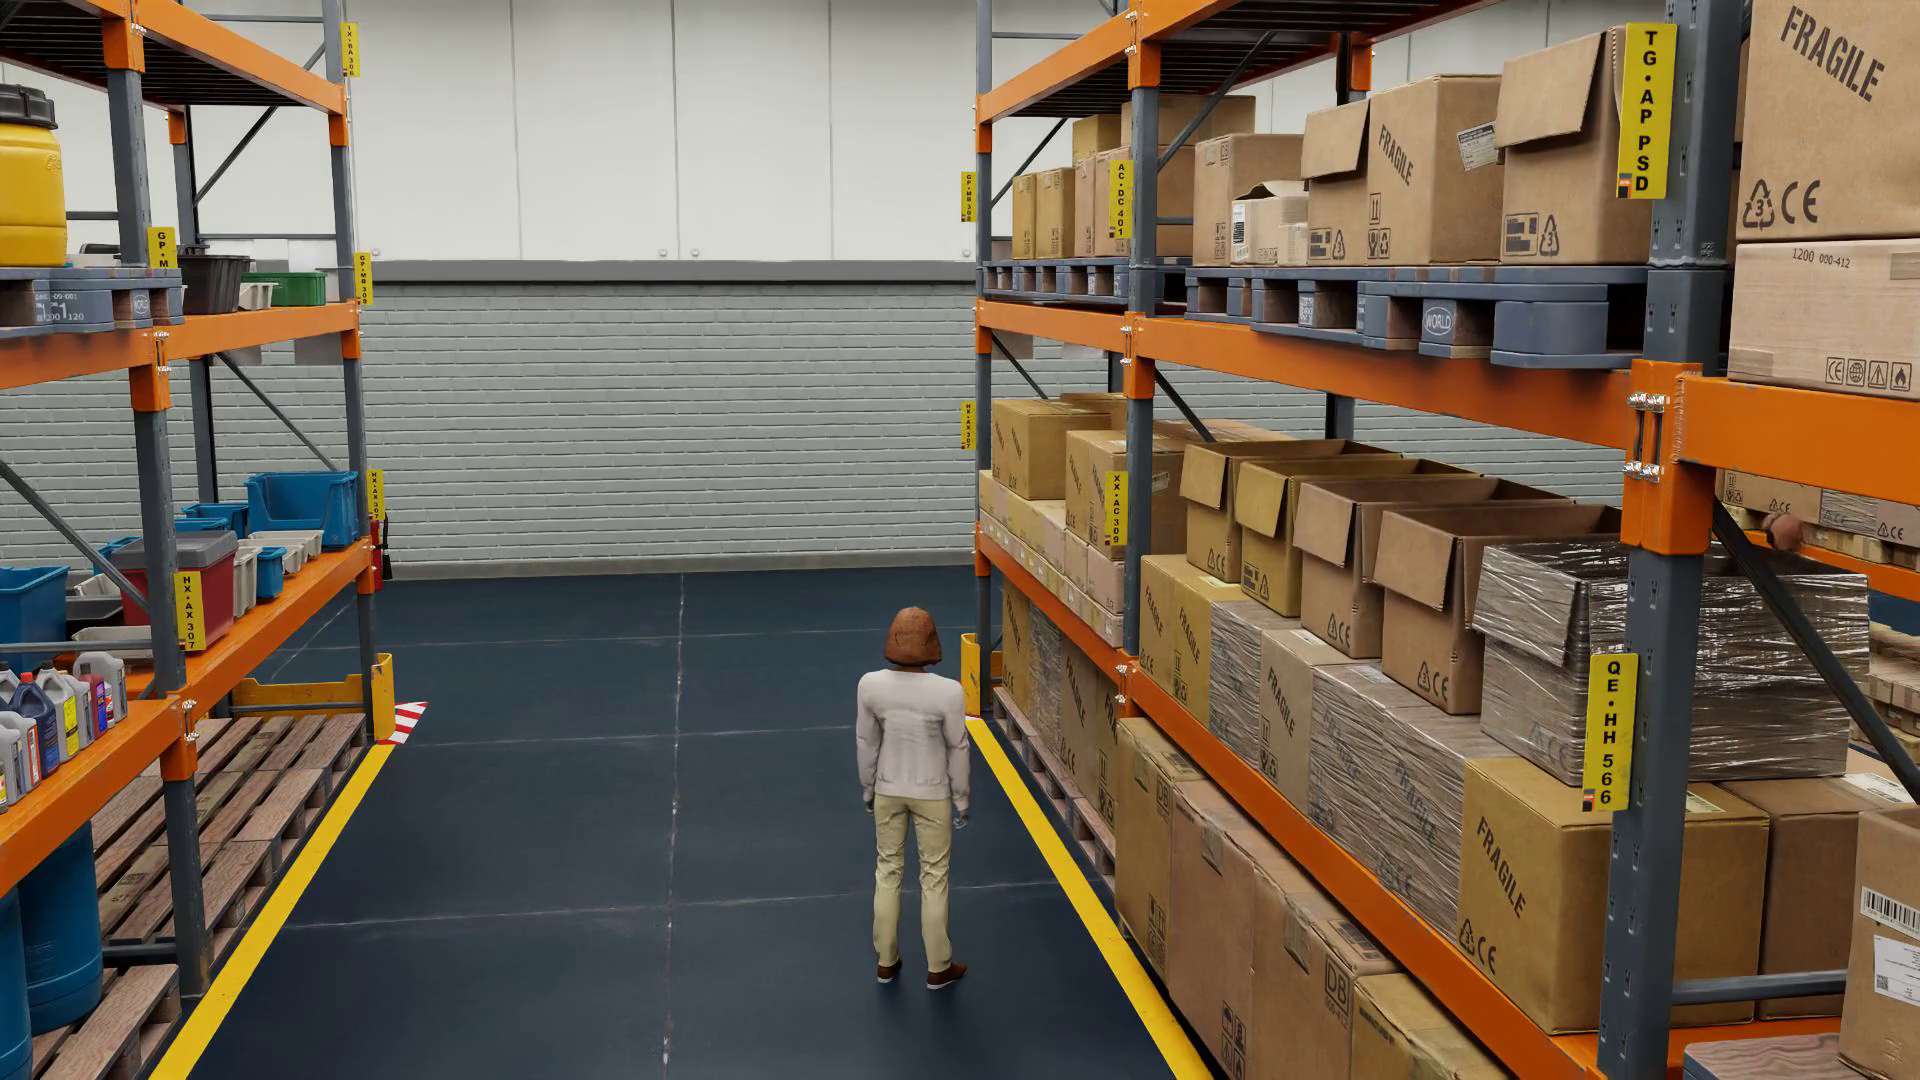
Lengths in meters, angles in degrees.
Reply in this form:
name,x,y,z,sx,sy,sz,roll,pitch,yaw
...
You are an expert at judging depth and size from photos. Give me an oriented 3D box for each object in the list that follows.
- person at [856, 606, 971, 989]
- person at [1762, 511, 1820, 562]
name,x,y,z,sx,sy,sz,roll,pitch,yaw
person,-0.191,1.086,7.042,0.506,1.636,0.278,3,10,20
person,4.884,0.635,9.908,0.521,1.609,0.798,-1,9,-6
